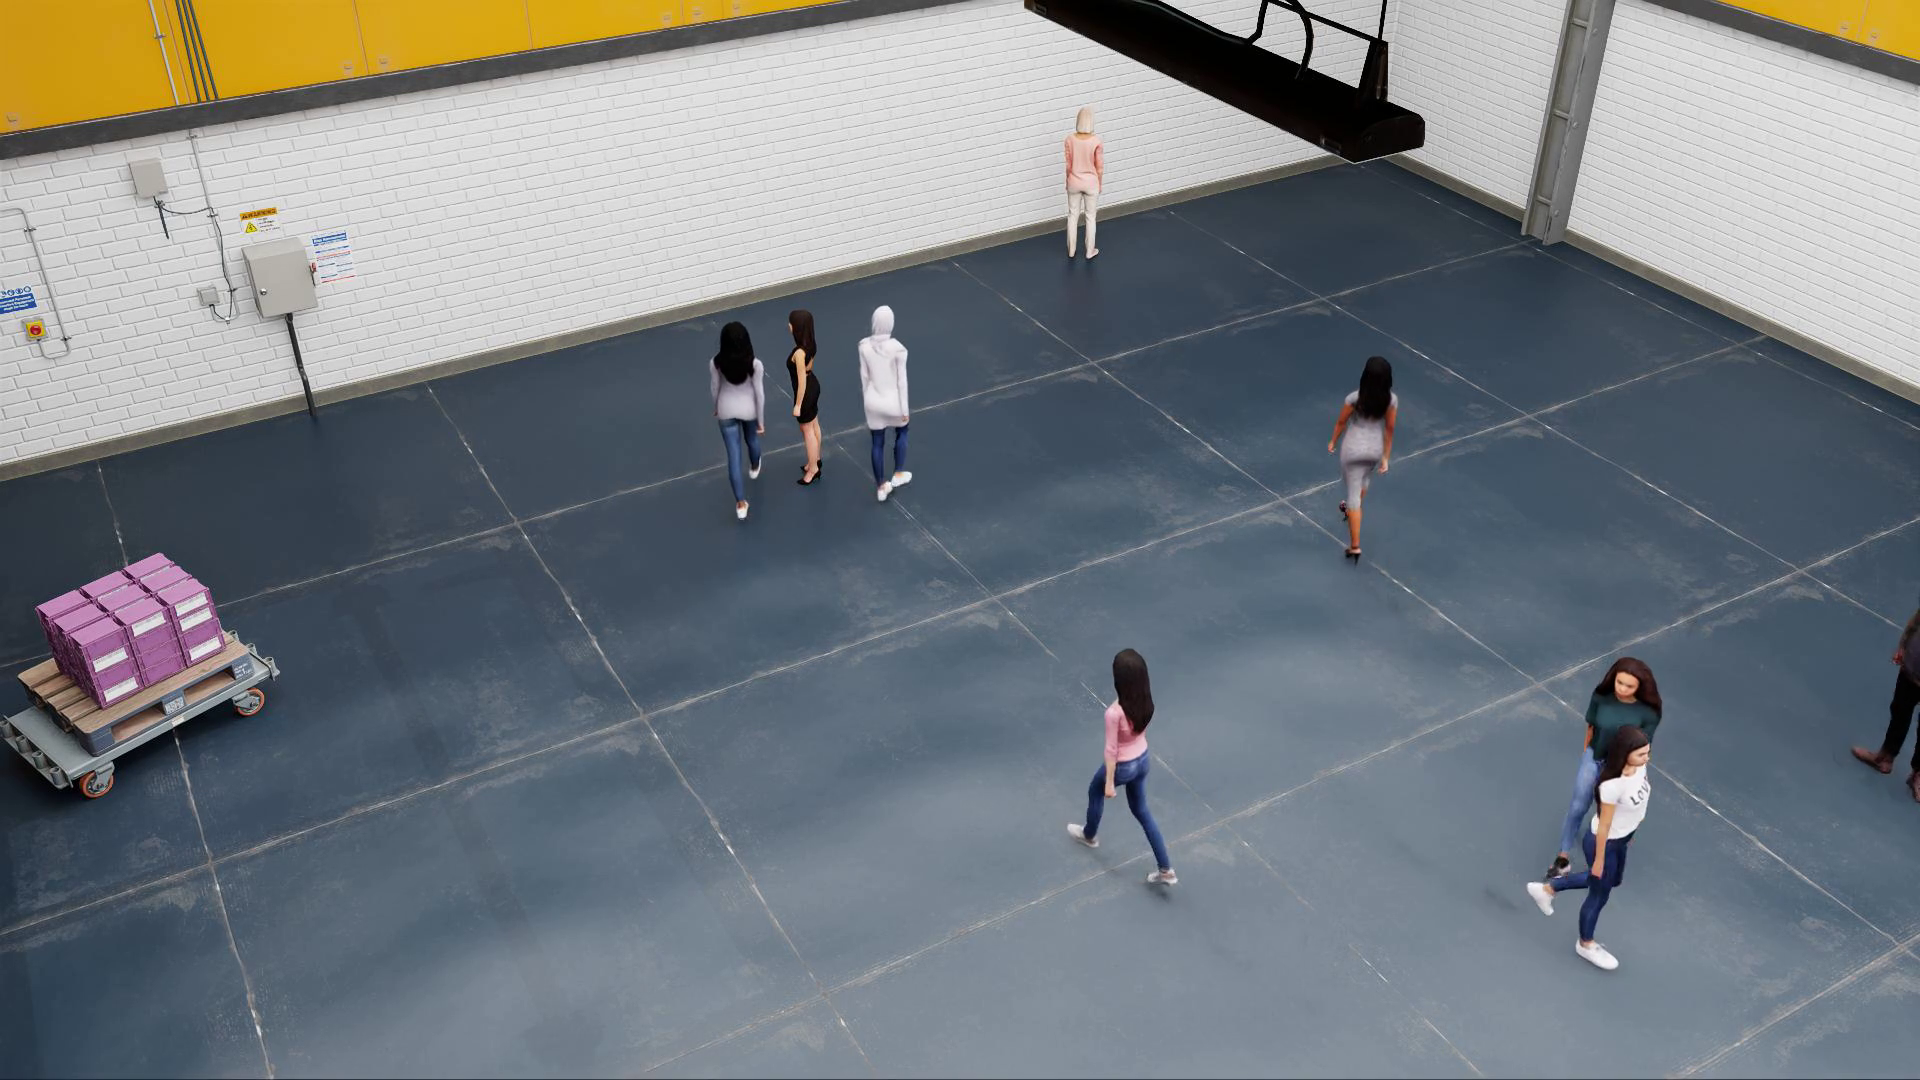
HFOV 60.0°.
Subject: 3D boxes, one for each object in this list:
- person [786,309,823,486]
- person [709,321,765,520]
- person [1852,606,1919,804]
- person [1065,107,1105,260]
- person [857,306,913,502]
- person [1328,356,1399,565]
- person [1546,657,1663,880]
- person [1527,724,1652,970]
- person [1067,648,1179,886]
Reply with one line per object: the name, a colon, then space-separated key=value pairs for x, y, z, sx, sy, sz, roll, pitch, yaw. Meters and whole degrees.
person: x=-1.332 y=-1.251 z=14.489 sx=0.683 sy=1.650 sz=0.597 roll=4 pitch=34 yaw=7
person: x=-1.877 y=-0.988 z=14.062 sx=0.955 sy=1.685 sz=1.239 roll=-3 pitch=34 yaw=-4
person: x=6.465 y=0.883 z=11.132 sx=0.896 sy=1.811 sz=0.625 roll=-1 pitch=34 yaw=-1
person: x=1.373 y=-3.979 z=18.526 sx=0.670 sy=1.725 sz=0.734 roll=9 pitch=35 yaw=13
person: x=-0.679 y=-1.114 z=14.181 sx=0.791 sy=1.763 sz=0.855 roll=12 pitch=35 yaw=17
person: x=3.268 y=-0.610 z=13.439 sx=0.889 sy=1.744 sz=1.129 roll=-3 pitch=34 yaw=-5
person: x=4.172 y=1.376 z=10.593 sx=0.993 sy=1.587 sz=0.905 roll=20 pitch=39 yaw=28
person: x=3.758 y=1.763 z=9.849 sx=0.964 sy=1.766 sz=0.789 roll=25 pitch=41 yaw=32
person: x=1.100 y=1.450 z=10.377 sx=0.815 sy=1.703 sz=1.187 roll=-28 pitch=43 yaw=-35
